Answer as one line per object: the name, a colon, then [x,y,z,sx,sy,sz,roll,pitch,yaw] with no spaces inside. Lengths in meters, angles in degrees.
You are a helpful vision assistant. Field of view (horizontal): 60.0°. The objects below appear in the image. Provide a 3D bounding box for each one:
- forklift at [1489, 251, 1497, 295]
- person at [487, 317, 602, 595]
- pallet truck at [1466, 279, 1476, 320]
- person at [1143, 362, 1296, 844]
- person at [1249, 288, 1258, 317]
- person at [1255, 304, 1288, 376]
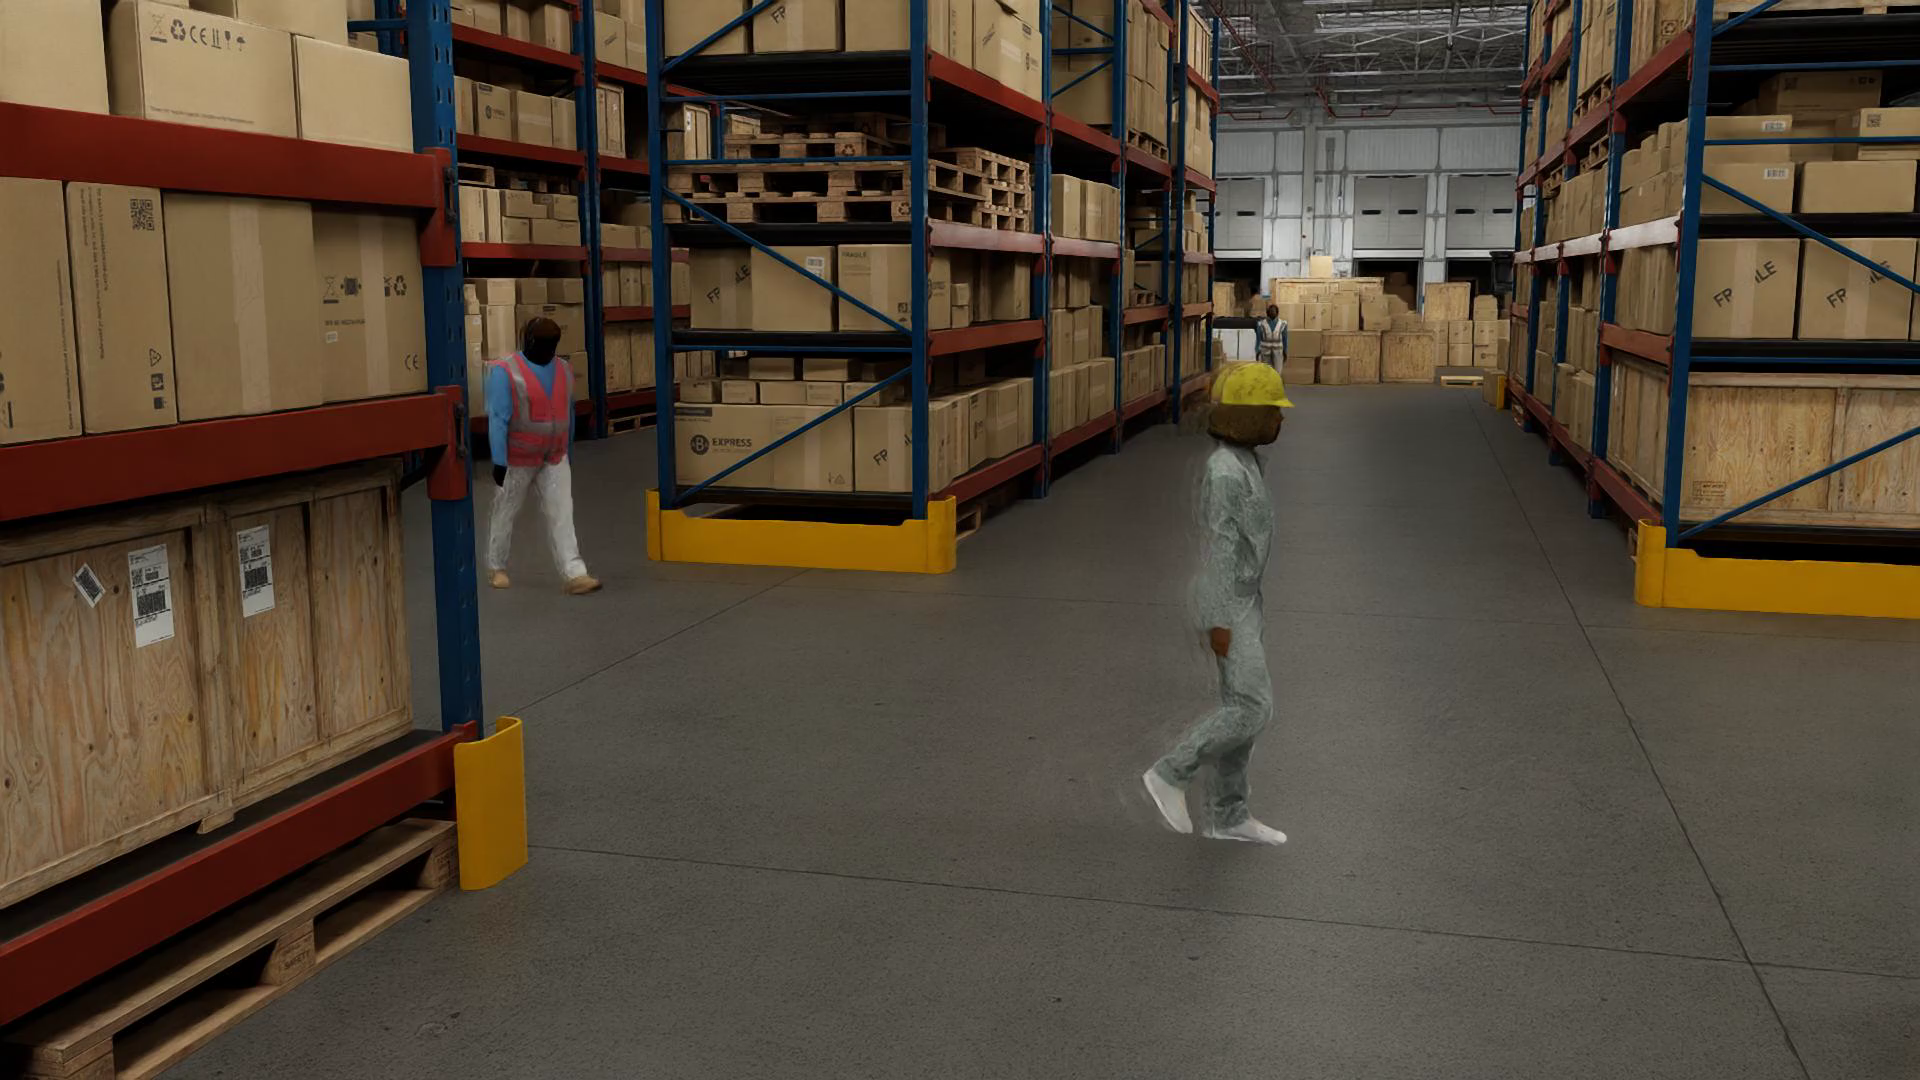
forklift: [16.070,-7.134,49.097,1.129,2.768,1.873,-1,9,-4]
person: [-2.733,-0.534,10.674,0.999,1.780,0.685,8,12,43]
pallet truck: [18.896,-8.459,60.307,1.885,1.965,0.823,5,10,31]
person: [0.956,0.238,5.878,0.424,1.727,0.510,3,9,20]
person: [11.683,-9.166,65.863,0.817,1.668,0.537,5,10,27]
person: [5.020,-2.993,26.820,0.536,1.593,0.835,1,9,8]
